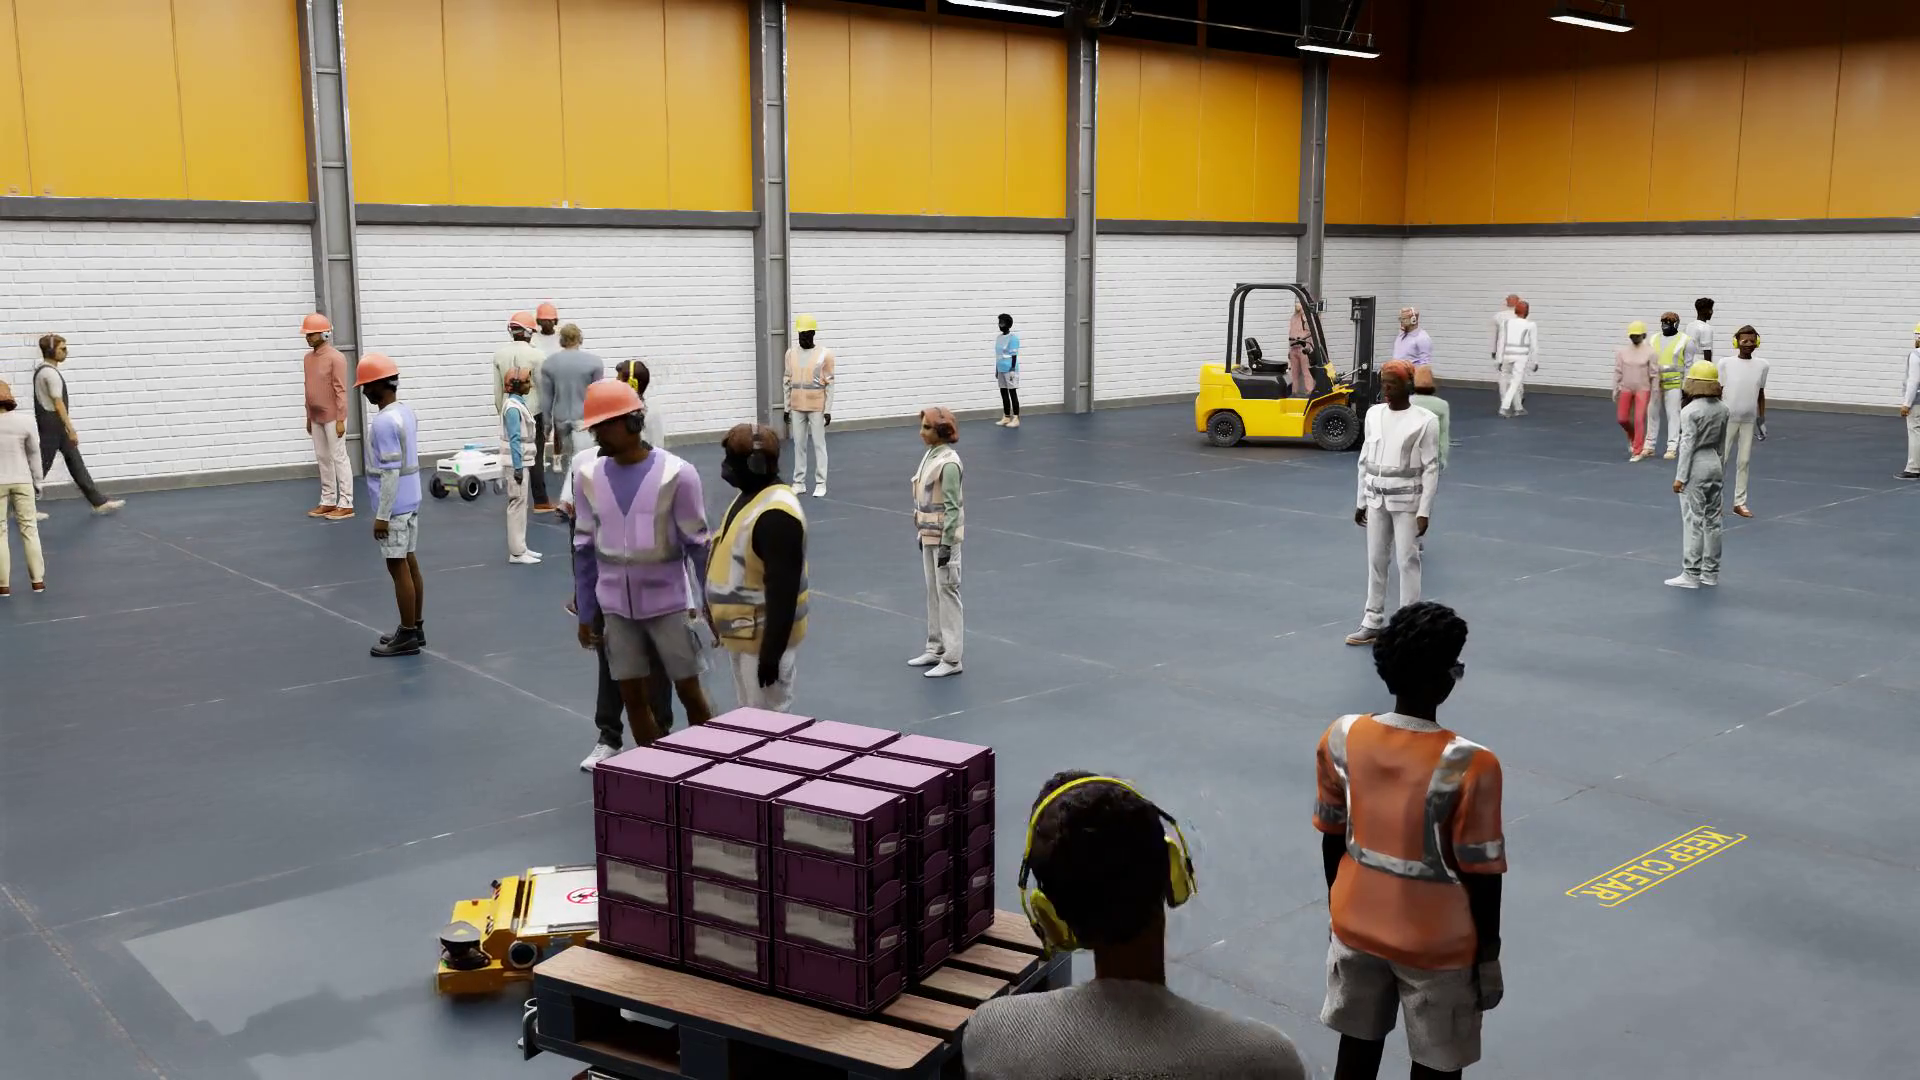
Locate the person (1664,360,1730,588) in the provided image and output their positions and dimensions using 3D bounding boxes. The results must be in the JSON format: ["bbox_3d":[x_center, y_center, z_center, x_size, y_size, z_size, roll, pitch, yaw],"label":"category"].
[{"bbox_3d":[5.651,-0.502,12.747,0.487,1.744,0.313,-5,11,-28],"label":"person"}]

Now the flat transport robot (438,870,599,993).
[{"bbox_3d":[-1.130,1.373,6.076,1.431,0.197,0.652,-2,10,-11],"label":"flat transport robot"}]

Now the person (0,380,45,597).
[{"bbox_3d":[-7.128,-0.393,12.433,0.497,1.633,0.287,-8,13,-40],"label":"person"}]

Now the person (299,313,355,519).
[{"bbox_3d":[-6.148,-1.194,16.096,0.614,1.987,0.407,7,12,36],"label":"person"}]

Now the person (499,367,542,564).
[{"bbox_3d":[-3.646,-0.616,13.750,0.310,1.631,0.509,-2,10,-11],"label":"person"}]

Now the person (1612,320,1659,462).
[{"bbox_3d":[8.409,-1.854,20.639,0.558,1.747,0.536,8,13,40],"label":"person"}]

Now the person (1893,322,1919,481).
[{"bbox_3d":[10.879,-1.585,18.822,0.586,1.835,0.404,-4,11,-24],"label":"person"}]

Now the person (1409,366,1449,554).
[{"bbox_3d":[3.924,-0.707,14.378,0.517,1.586,0.842,-1,10,-3],"label":"person"}]

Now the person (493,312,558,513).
[{"bbox_3d":[-4.296,-1.253,16.439,0.610,1.986,0.392,3,10,17],"label":"person"}]

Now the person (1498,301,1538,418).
[{"bbox_3d":[8.762,-2.840,26.194,0.984,1.839,0.591,-9,13,-42],"label":"person"}]

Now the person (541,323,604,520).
[{"bbox_3d":[-3.753,-1.138,16.058,0.616,1.897,0.889,3,10,14],"label":"person"}]

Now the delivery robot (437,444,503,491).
[{"bbox_3d":[-5.156,-0.767,17.502,0.477,0.478,0.707,5,11,27],"label":"delivery robot"}]

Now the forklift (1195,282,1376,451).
[{"bbox_3d":[4.328,-2.346,22.227,2.313,2.155,1.214,3,10,16],"label":"forklift"}]

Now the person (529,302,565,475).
[{"bbox_3d":[-4.741,-1.745,19.260,0.614,2.005,0.760,-3,10,-16],"label":"person"}]

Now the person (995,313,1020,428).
[{"bbox_3d":[0.691,-2.518,24.697,0.320,1.691,0.534,-6,11,-30],"label":"person"}]

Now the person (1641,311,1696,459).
[{"bbox_3d":[8.851,-1.939,20.875,0.429,1.844,0.622,-9,13,-41],"label":"person"}]

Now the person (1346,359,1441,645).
[{"bbox_3d":[2.784,-0.221,10.681,0.354,1.887,0.572,-8,12,-38],"label":"person"}]

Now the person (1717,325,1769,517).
[{"bbox_3d":[7.570,-1.142,16.156,0.518,1.862,0.326,1,10,6],"label":"person"}]

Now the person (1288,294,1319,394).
[{"bbox_3d":[5.739,-3.190,28.011,0.403,1.906,0.651,-5,11,-28],"label":"person"}]

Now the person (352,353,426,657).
[{"bbox_3d":[-3.621,-0.221,10.565,0.373,1.928,0.543,-1,10,-5],"label":"person"}]

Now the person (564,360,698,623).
[{"bbox_3d":[-2.261,-0.309,11.401,0.947,1.815,0.581,1,10,4],"label":"person"}]

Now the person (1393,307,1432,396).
[{"bbox_3d":[5.538,-1.924,20.597,0.401,1.906,0.649,-3,10,-17],"label":"person"}]

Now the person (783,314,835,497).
[{"bbox_3d":[-1.603,-1.413,17.542,0.587,1.928,0.362,4,10,21],"label":"person"}]

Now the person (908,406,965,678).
[{"bbox_3d":[-0.126,0.005,10.081,0.307,1.641,0.513,-3,10,-18],"label":"person"}]

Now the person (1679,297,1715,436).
[{"bbox_3d":[10.304,-2.399,23.205,0.364,1.965,0.610,-1,10,-8],"label":"person"}]

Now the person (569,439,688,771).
[{"bbox_3d":[-1.622,0.191,8.183,0.590,1.916,0.389,2,10,11],"label":"person"}]

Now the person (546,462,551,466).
[{"bbox_3d":[-5.205,-1.693,20.034,0.521,1.636,0.311,5,11,25],"label":"person"}]

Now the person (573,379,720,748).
[{"bbox_3d":[-1.350,0.275,7.458,0.762,2.000,0.545,2,10,10],"label":"person"}]

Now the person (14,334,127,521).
[{"bbox_3d":[-8.653,-1.078,15.981,0.989,1.790,0.534,-6,11,-31],"label":"person"}]

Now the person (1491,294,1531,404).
[{"bbox_3d":[9.431,-3.255,28.425,0.678,1.884,0.738,5,11,28],"label":"person"}]

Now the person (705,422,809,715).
[{"bbox_3d":[-0.866,0.415,7.092,0.429,1.842,0.631,-3,10,-19],"label":"person"}]

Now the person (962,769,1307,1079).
[{"bbox_3d":[0.288,1.245,2.311,0.661,1.819,0.385,5,11,26],"label":"person"}]

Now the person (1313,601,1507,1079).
[{"bbox_3d":[1.118,0.990,4.144,0.320,1.699,0.531,-8,13,-40],"label":"person"}]
